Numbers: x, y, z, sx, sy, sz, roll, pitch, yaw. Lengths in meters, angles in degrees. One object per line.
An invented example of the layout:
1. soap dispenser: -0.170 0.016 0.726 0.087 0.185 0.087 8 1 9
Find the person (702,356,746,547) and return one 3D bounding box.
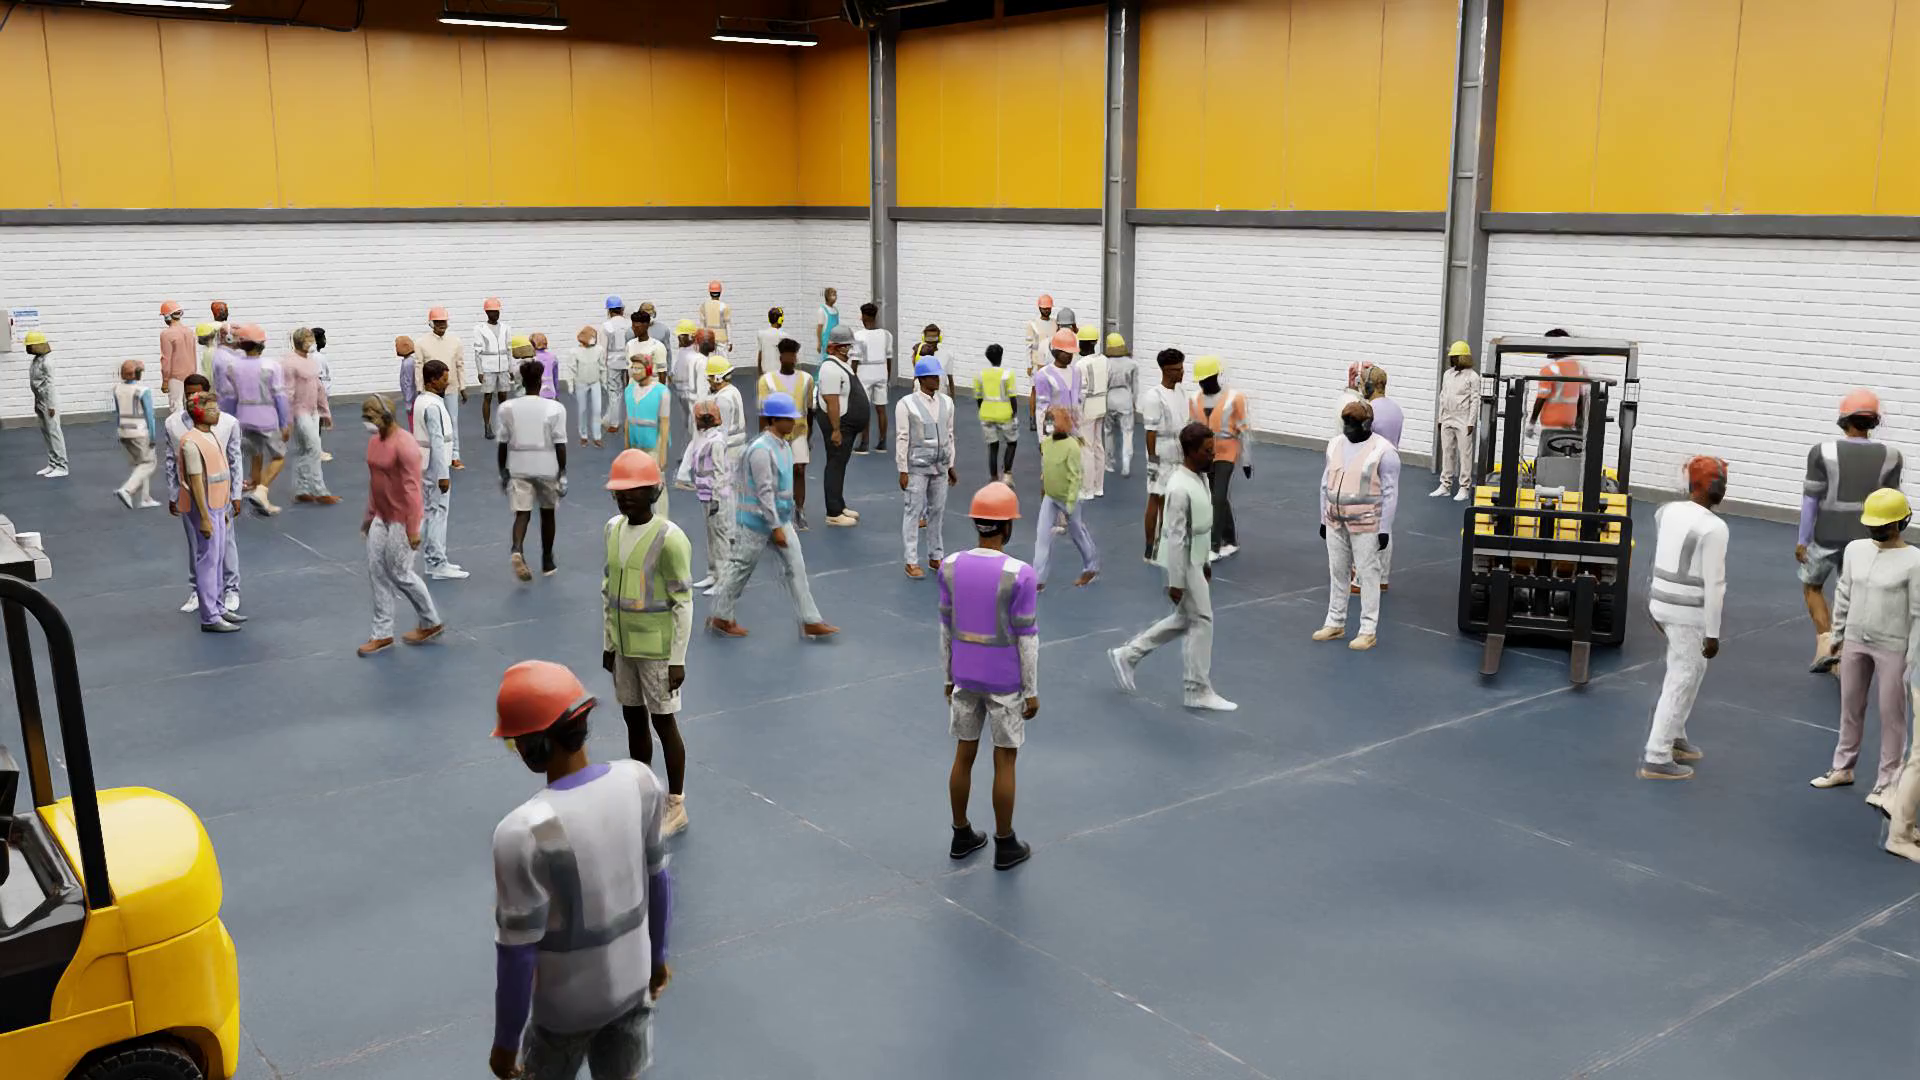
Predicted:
1. person: -2.248 -0.843 15.862 0.403 1.817 0.601 0 12 0

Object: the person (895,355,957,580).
1. person: -0.293 -0.640 14.544 0.614 1.950 0.375 -9 15 -36

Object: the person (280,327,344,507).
1. person: -6.904 -1.318 17.874 0.721 1.921 0.661 1 12 4

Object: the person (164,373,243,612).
1. person: -6.060 -0.382 13.373 0.593 1.922 0.391 -1 12 -5

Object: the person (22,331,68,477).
1. person: -10.901 -1.616 19.784 0.485 1.738 0.320 11 16 42

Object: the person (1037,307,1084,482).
1. person: 1.224 -1.686 19.378 0.674 2.000 0.535 1 12 4

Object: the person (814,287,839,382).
1. person: -2.165 -3.264 27.504 0.428 1.831 0.519 7 13 30

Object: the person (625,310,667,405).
1. person: -3.796 -1.778 20.016 0.613 1.959 0.361 7 14 30

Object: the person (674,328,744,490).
1. person: -2.854 -1.472 18.792 0.862 1.852 0.577 -4 12 -19

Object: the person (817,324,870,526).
1. person: -1.178 -1.179 16.932 0.535 2.000 0.684 1 12 3

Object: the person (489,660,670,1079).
1. person: -1.151 1.312 4.996 0.737 1.993 0.673 8 14 34

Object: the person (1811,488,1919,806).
1. person: 5.017 0.578 9.128 0.338 1.759 0.528 -6 13 -26

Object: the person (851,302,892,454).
1. person: -1.157 -2.087 21.497 0.620 1.965 0.369 -7 14 -30

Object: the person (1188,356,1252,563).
1. person: 2.294 -0.735 15.196 0.864 1.866 0.631 -11 16 -42

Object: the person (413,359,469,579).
1. person: -4.583 -0.616 14.522 0.392 1.914 0.589 -6 13 -27

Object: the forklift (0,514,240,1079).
1. forklift: -3.687 1.115 5.480 2.313 2.155 1.214 -9 15 -36

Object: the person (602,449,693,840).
1. person: -1.652 0.544 8.601 0.615 2.042 0.375 10 15 39

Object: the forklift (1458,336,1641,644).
1. forklift: 4.683 -0.471 13.136 1.214 2.155 2.313 4 12 20

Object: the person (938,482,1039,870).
1. person: 0.157 0.672 8.266 0.544 1.930 0.388 7 14 32

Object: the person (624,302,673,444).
1. person: -4.156 -2.223 22.263 0.636 1.928 0.380 -7 14 -30

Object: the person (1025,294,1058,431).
1. person: 1.204 -2.518 23.644 0.543 1.939 0.360 -3 12 -16

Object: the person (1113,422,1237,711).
1. person: 1.420 0.159 10.835 0.779 1.892 0.600 3 12 15

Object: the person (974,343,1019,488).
1. person: 0.440 -1.373 18.772 0.578 1.658 0.407 6 13 28

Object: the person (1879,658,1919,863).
1. person: 4.940 0.760 8.308 0.435 1.734 0.625 8 14 35

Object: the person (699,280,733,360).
1. person: -4.003 -3.300 27.418 0.552 1.939 0.355 3 12 12

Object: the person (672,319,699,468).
1. person: -3.326 -1.805 20.479 0.403 1.830 0.599 -6 13 -28

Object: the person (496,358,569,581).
1. person: -3.703 -0.589 14.355 0.616 1.940 0.811 -1 12 -3

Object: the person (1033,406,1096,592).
1. person: 0.861 -0.349 14.027 0.869 1.585 0.509 -10 15 -40

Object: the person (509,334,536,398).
1. person: -5.038 -1.519 19.317 0.314 1.735 0.483 1 12 5

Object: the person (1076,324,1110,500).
1. person: 1.408 -1.395 18.249 0.365 1.928 0.585 8 14 33

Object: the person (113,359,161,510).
1. person: -8.748 -1.098 17.580 0.525 1.617 0.562 5 13 22
